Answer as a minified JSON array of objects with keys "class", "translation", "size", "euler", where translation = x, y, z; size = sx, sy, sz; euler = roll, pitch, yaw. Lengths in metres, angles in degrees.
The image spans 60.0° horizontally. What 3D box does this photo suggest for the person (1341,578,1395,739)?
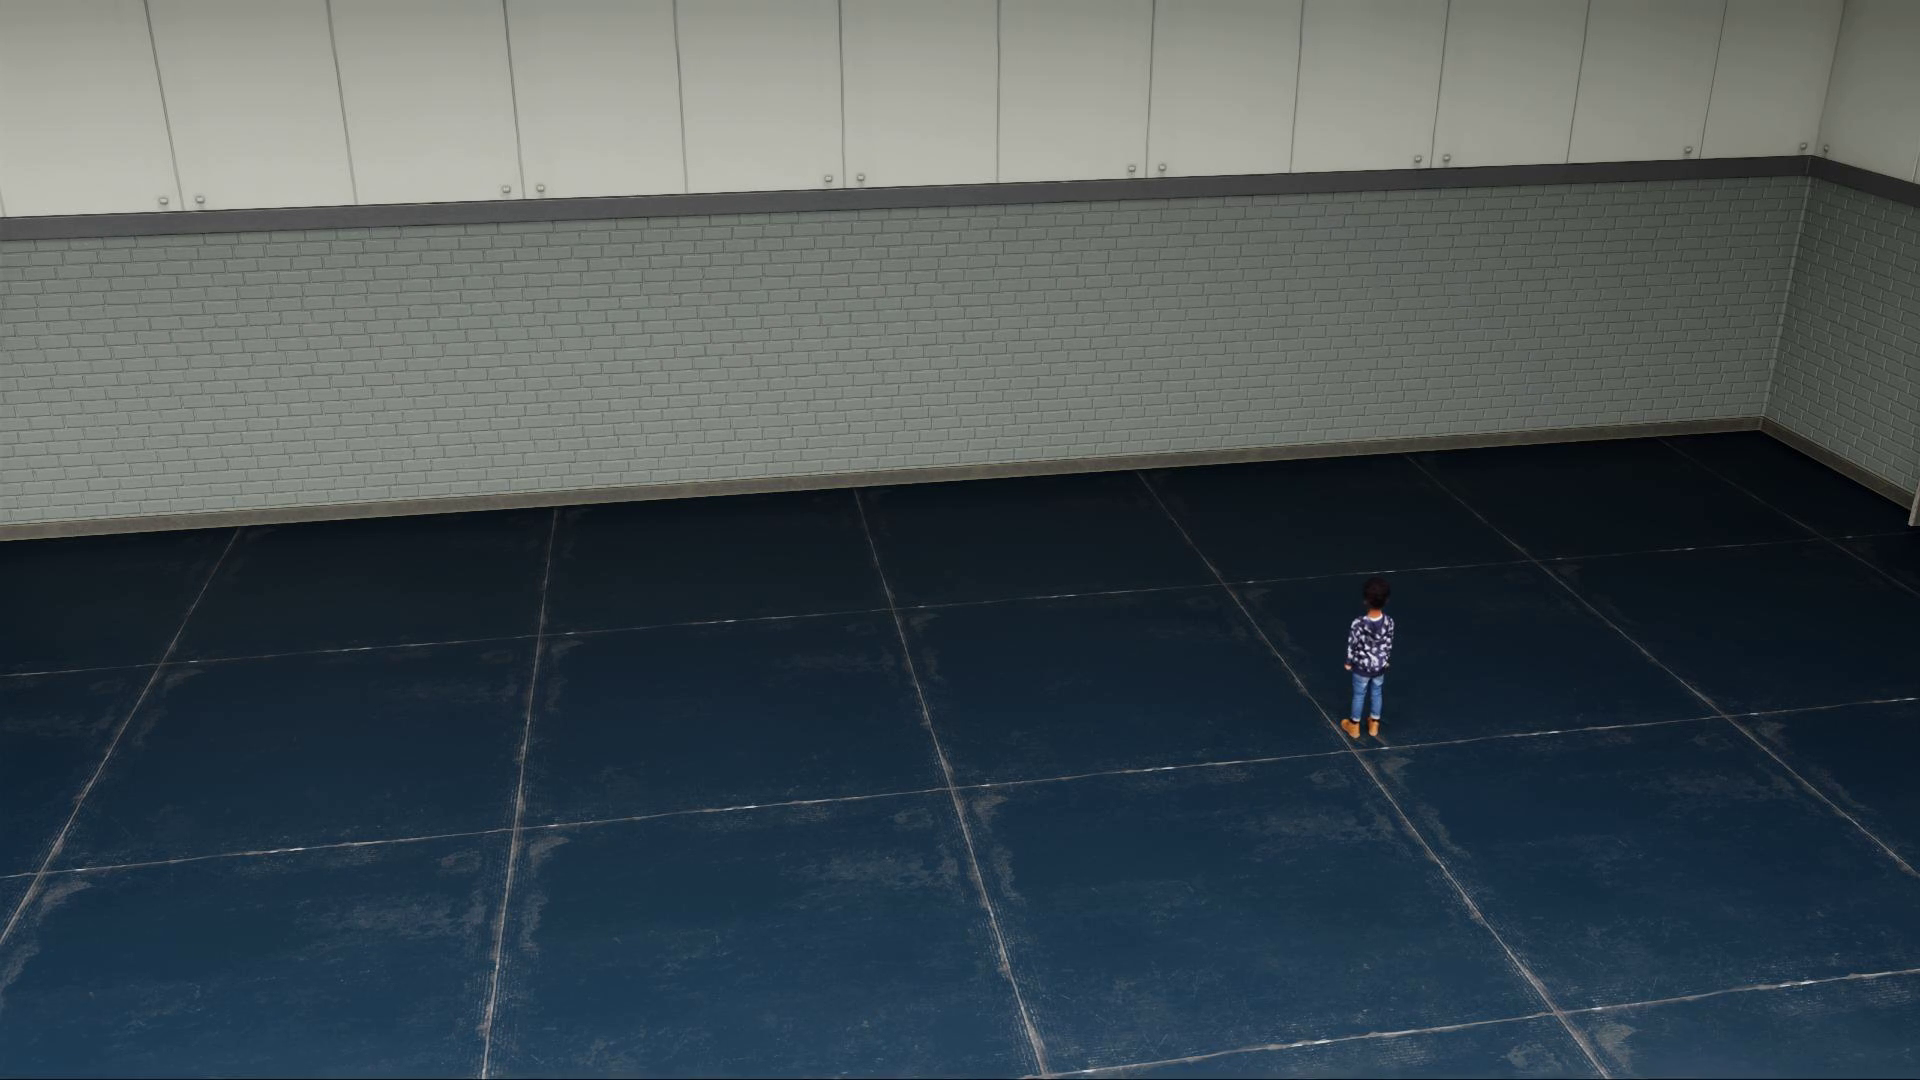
[{"class":"person","translation":[3.012,0.863,12.231],"size":[0.499,1.255,0.497],"euler":[-3,23,-6]}]
